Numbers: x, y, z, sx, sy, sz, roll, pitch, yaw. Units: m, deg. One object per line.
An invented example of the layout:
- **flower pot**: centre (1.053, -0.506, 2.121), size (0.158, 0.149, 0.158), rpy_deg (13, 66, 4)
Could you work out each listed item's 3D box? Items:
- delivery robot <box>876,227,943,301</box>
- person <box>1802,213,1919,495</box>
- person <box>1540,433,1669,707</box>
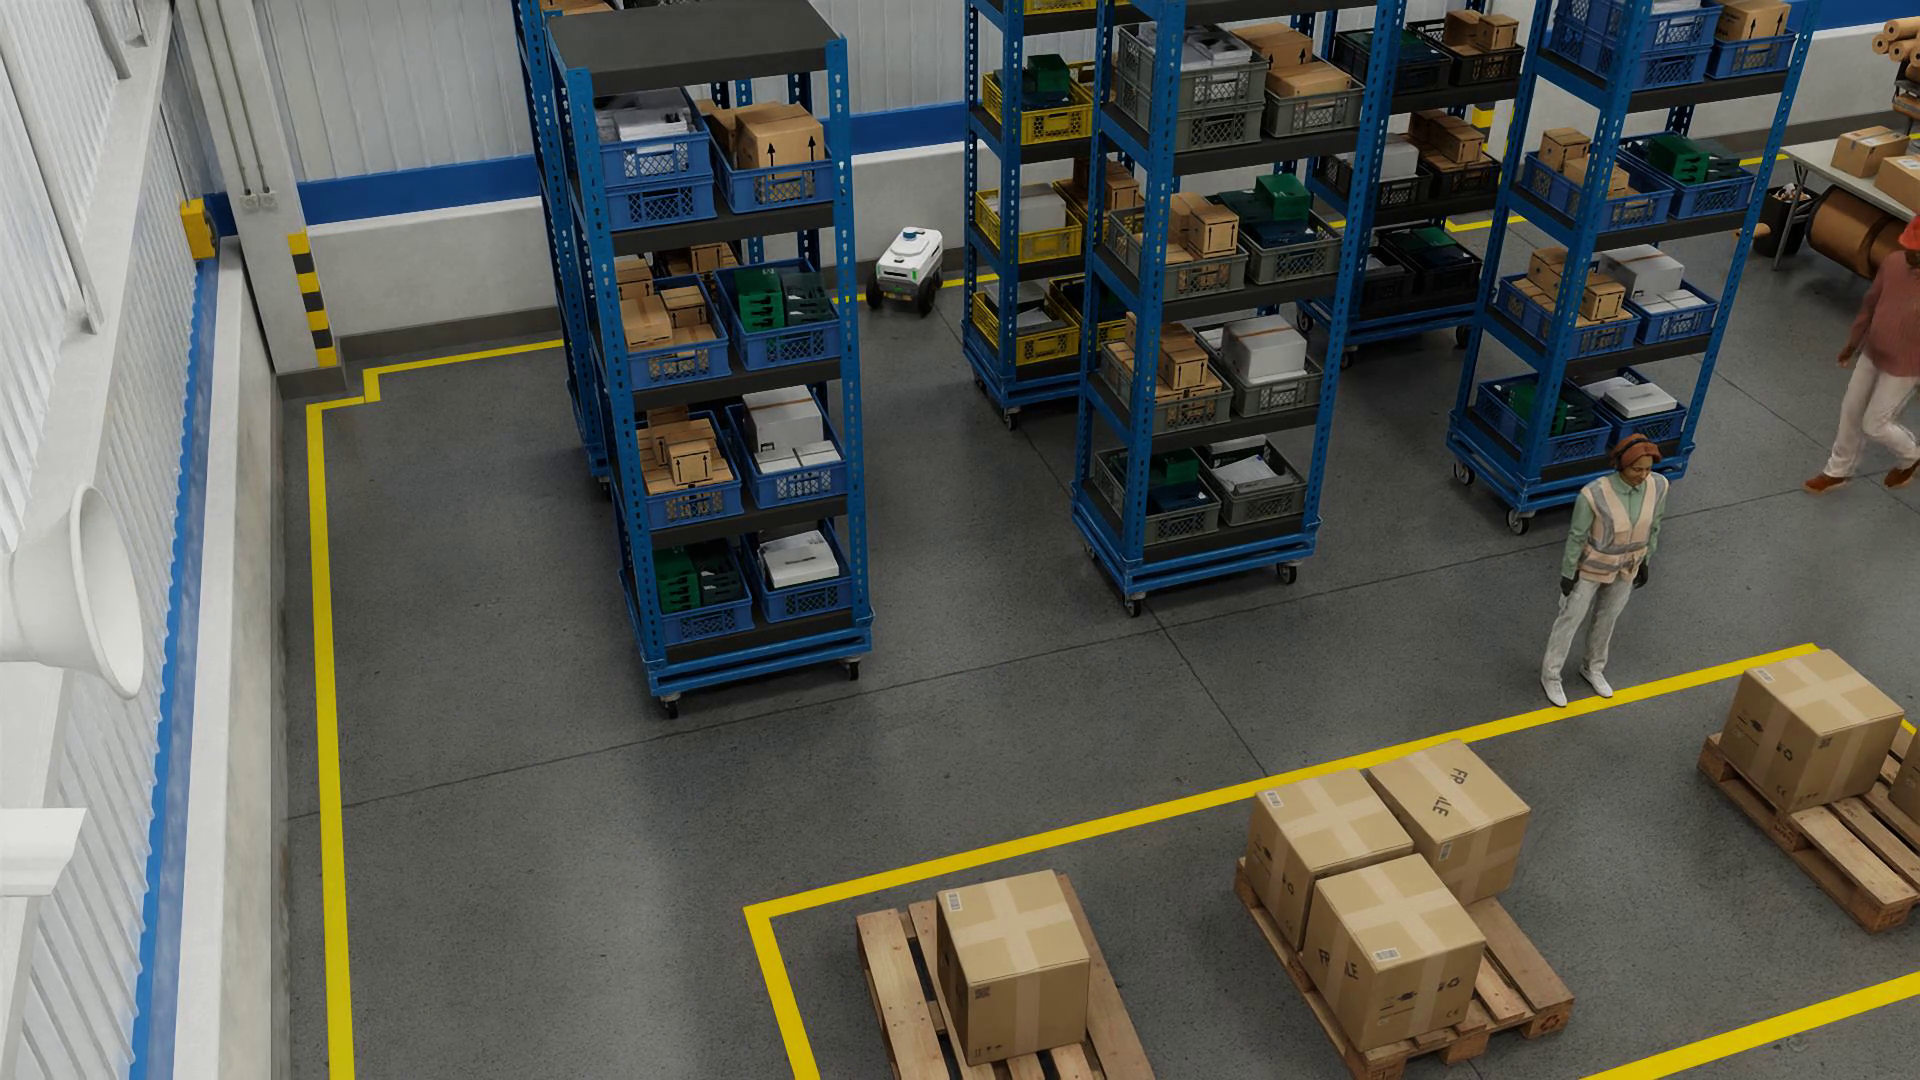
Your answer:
- **delivery robot**: centre (-0.383, -2.164, 12.777), size (0.477, 0.478, 0.707), rpy_deg (10, 36, 14)
- **person**: centre (5.735, -1.116, 10.148), size (0.603, 1.970, 0.649), rpy_deg (-7, 36, -10)
- **person**: centre (3.345, 0.152, 8.644), size (0.509, 1.631, 0.310), rpy_deg (-9, 36, -12)
